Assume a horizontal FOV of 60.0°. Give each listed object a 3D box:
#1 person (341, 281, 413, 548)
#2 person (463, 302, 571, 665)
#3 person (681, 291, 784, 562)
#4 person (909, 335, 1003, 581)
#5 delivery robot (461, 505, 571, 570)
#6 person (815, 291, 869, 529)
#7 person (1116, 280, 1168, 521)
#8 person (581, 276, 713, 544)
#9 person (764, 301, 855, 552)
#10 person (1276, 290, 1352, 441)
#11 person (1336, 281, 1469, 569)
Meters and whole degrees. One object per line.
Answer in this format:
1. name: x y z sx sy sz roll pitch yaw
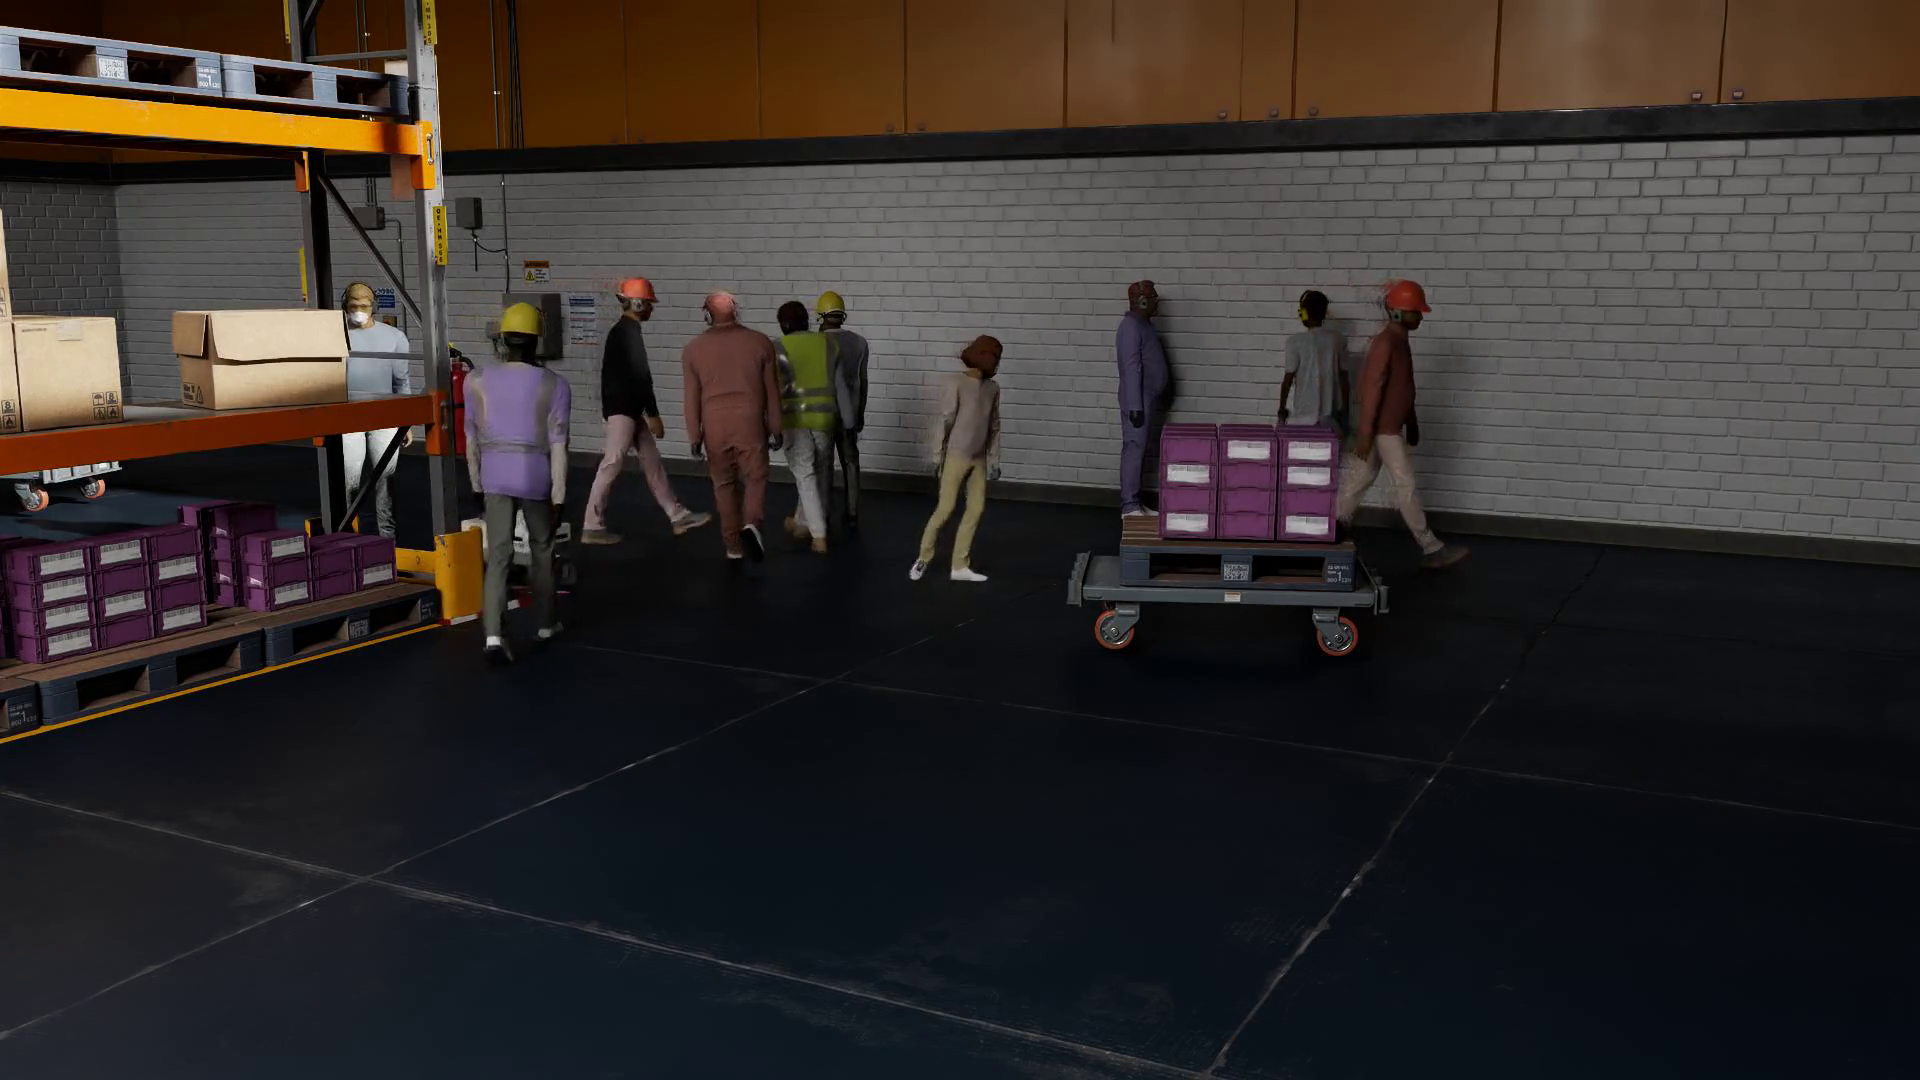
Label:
1. person: -4.068 -0.795 11.390 0.627 1.934 0.371 -4 11 -24
2. person: -2.329 -0.310 8.764 0.587 1.874 1.016 -1 10 -3
3. person: -1.532 -0.744 11.269 0.685 1.875 0.692 -1 10 -6
4. person: -0.010 -0.524 10.757 0.559 1.601 0.561 9 13 42
5. delivery robot: -2.827 -0.016 10.596 0.707 0.478 0.477 5 11 28
6. person: -0.989 -0.998 12.856 0.592 1.833 0.404 -7 12 -34
7. person: 1.441 -1.094 13.180 0.409 1.913 0.651 2 10 12
8. person: -2.336 -0.939 12.170 1.050 1.940 0.645 -3 10 -14
9. person: -1.126 -0.827 12.027 0.668 1.778 0.963 -5 11 -28
10. person: 2.605 -0.935 12.440 0.552 1.850 0.590 -3 10 -18
11. person: 2.949 -0.765 11.213 1.028 1.925 0.746 4 11 22
